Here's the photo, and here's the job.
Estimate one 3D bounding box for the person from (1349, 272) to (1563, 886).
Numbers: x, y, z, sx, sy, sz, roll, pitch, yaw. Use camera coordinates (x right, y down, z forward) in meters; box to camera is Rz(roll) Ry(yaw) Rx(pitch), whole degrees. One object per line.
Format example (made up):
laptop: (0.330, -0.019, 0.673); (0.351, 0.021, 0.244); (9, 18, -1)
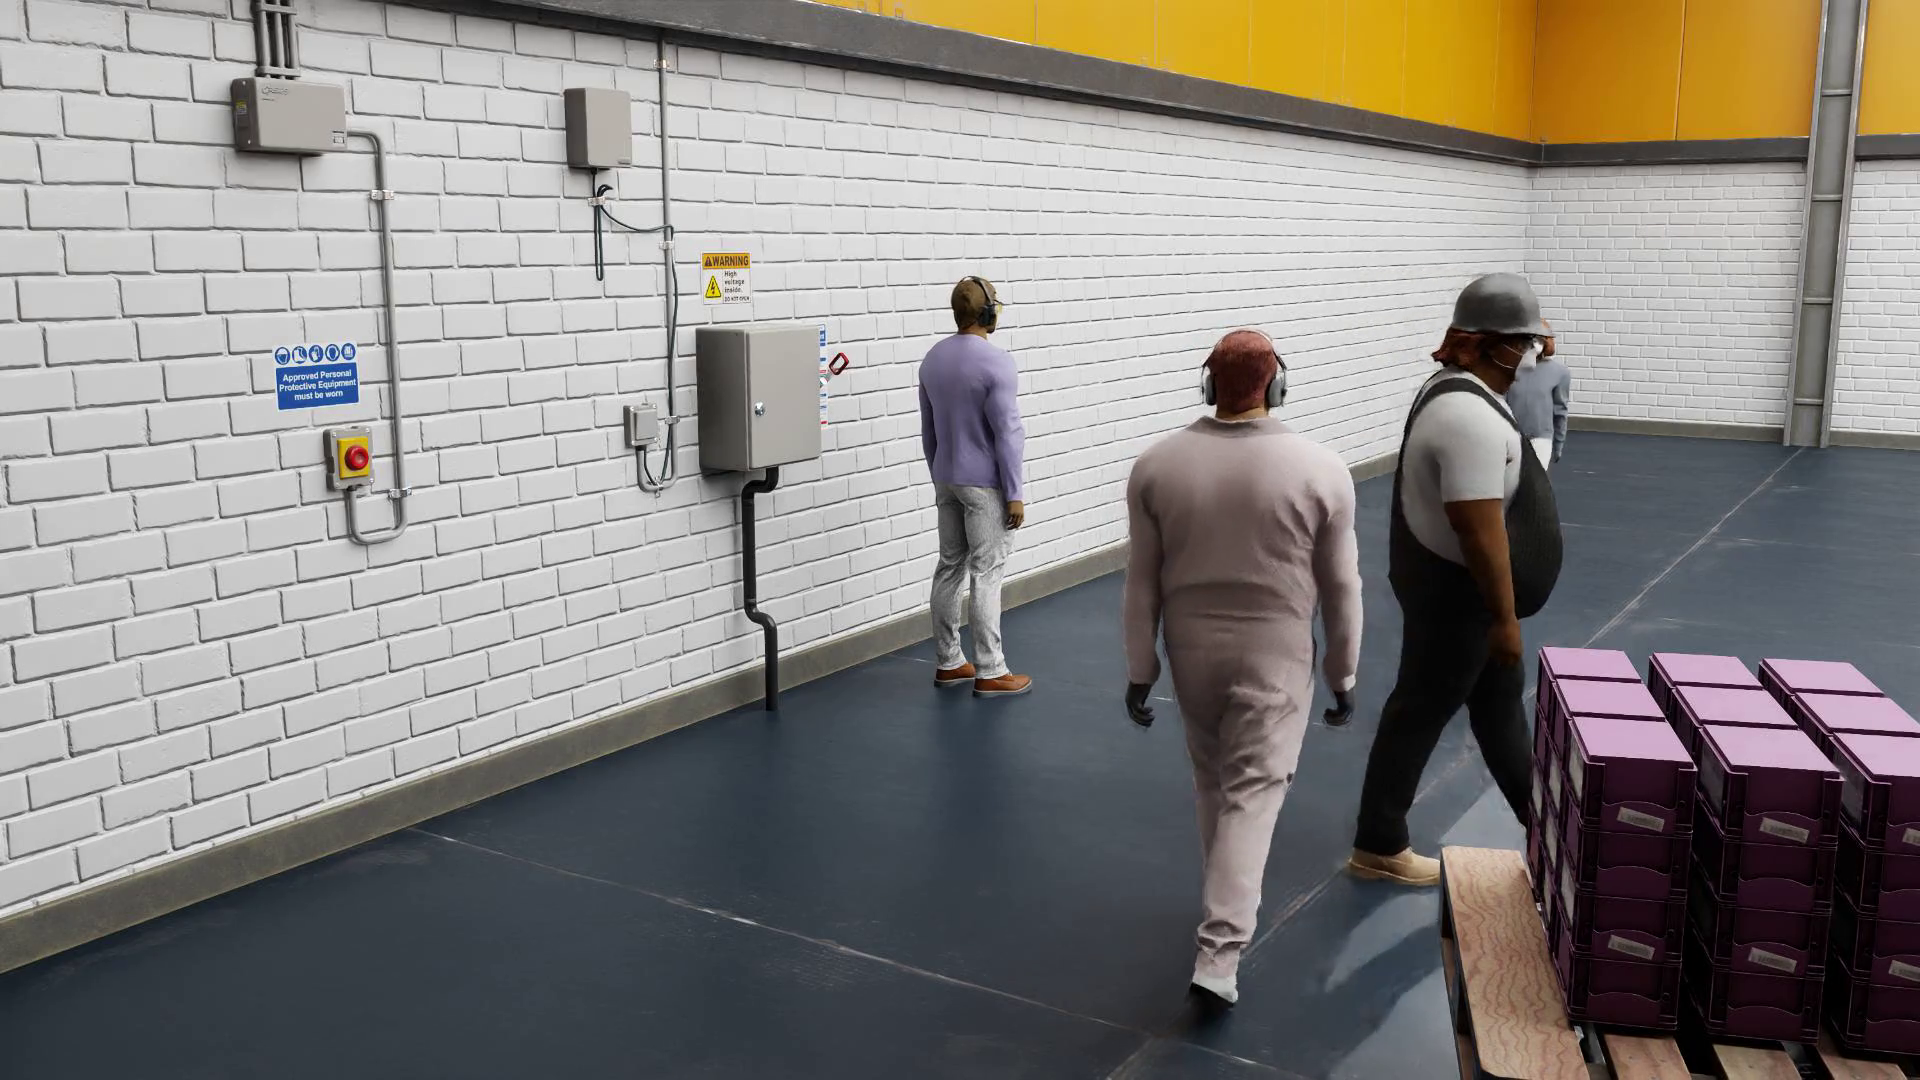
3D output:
person: (1.741, 0.132, 5.337); (0.963, 2.000, 0.712); (2, 11, 13)

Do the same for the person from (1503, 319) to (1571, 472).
person: (3.753, -0.671, 10.988); (0.495, 1.606, 0.777); (5, 11, 24)

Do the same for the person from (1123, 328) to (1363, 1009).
person: (0.790, 0.341, 4.713); (0.650, 1.870, 1.005); (5, 11, 26)

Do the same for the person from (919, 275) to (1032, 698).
person: (0.070, -0.242, 7.693); (0.372, 1.940, 0.631); (-9, 14, -41)
